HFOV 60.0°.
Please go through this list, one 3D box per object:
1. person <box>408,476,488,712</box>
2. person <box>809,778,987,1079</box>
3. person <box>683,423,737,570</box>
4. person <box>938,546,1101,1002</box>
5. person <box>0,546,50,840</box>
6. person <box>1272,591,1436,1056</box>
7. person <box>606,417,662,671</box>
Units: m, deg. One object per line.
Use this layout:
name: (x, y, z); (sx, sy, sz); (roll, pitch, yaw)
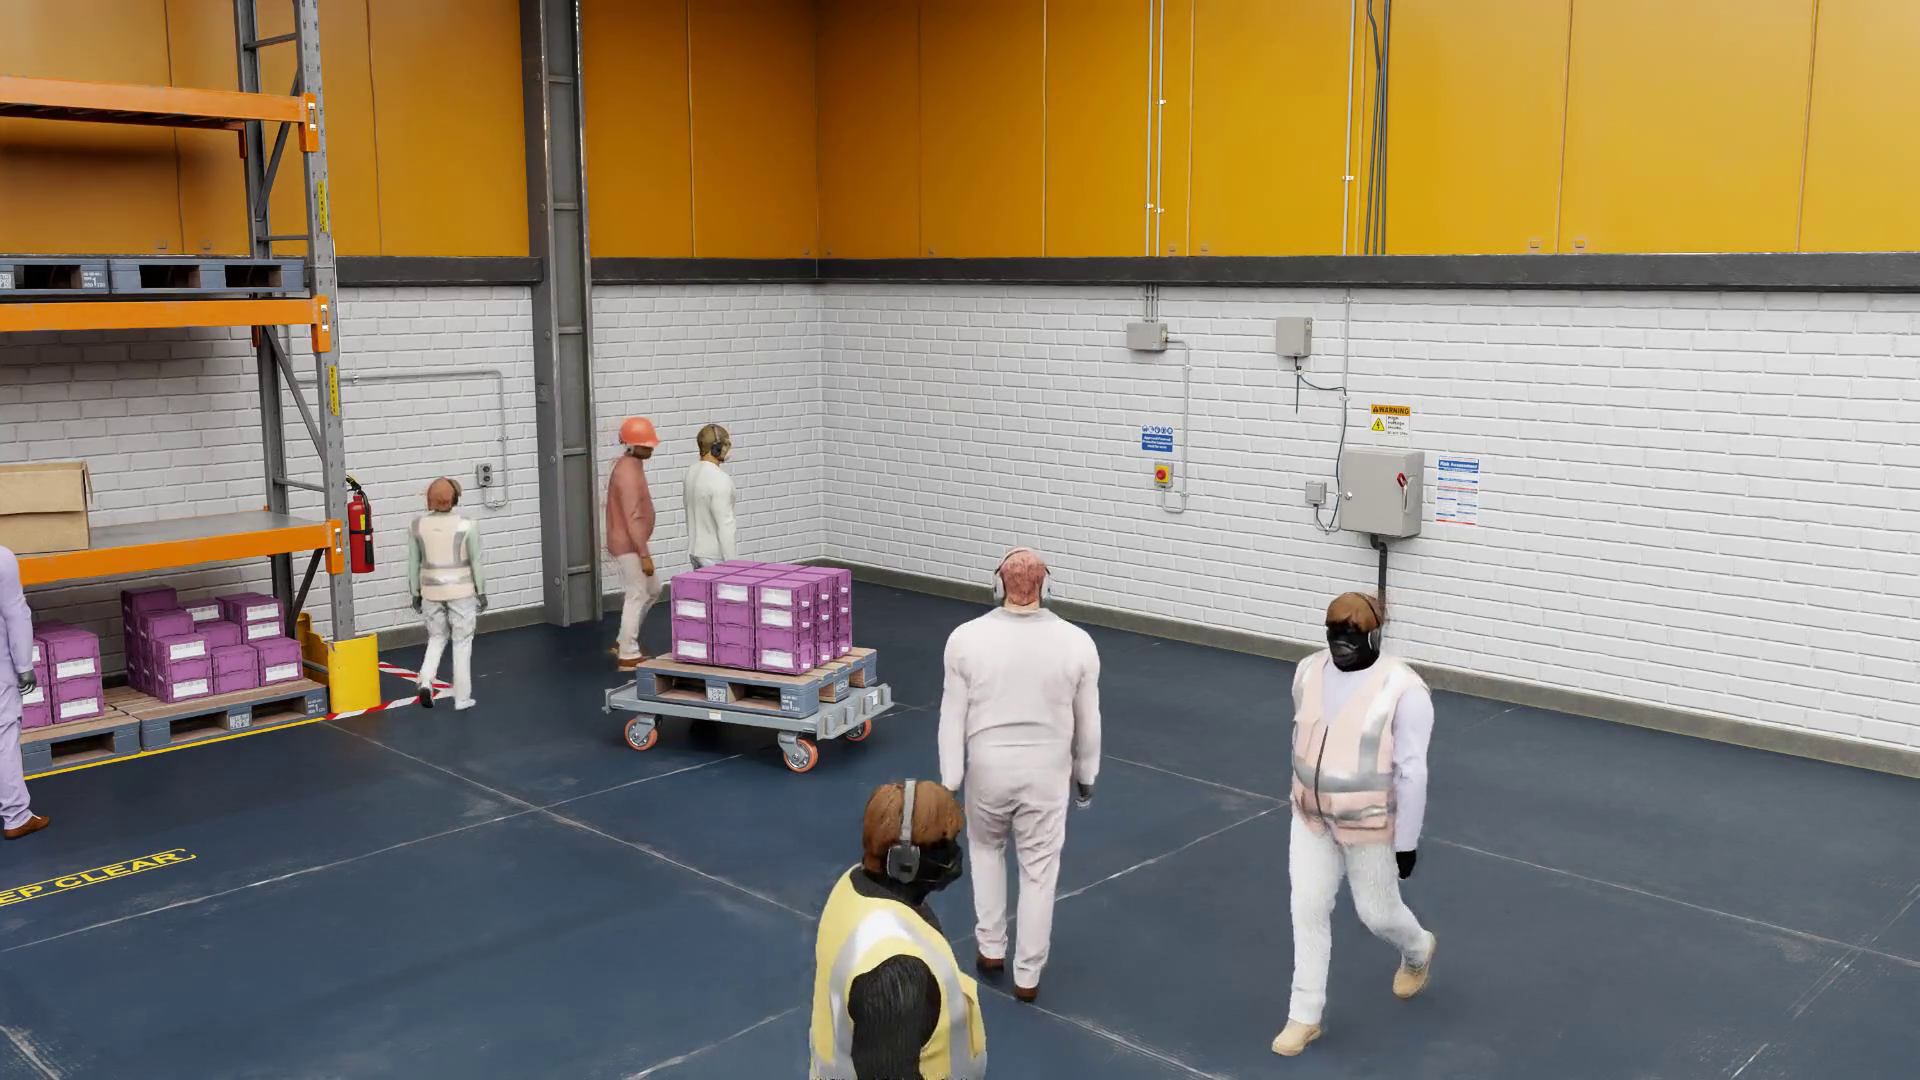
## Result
person: (-3.500, 0.385, 11.347); (0.520, 1.628, 0.408); (1, 9, 6)
person: (-0.139, 1.469, 4.095); (0.452, 1.828, 0.627); (-2, 9, -12)
person: (-1.760, 0.132, 11.931); (0.372, 1.940, 0.632); (-6, 11, -33)
person: (0.251, 0.957, 7.008); (0.680, 1.886, 0.613); (0, 9, 1)
person: (-5.221, 0.660, 8.808); (0.639, 1.902, 0.407); (-1, 9, -6)
person: (1.591, 1.076, 6.561); (0.840, 1.814, 0.624); (-9, 13, -43)
person: (-2.420, 0.041, 12.437); (0.431, 1.954, 0.691); (-2, 10, -13)
